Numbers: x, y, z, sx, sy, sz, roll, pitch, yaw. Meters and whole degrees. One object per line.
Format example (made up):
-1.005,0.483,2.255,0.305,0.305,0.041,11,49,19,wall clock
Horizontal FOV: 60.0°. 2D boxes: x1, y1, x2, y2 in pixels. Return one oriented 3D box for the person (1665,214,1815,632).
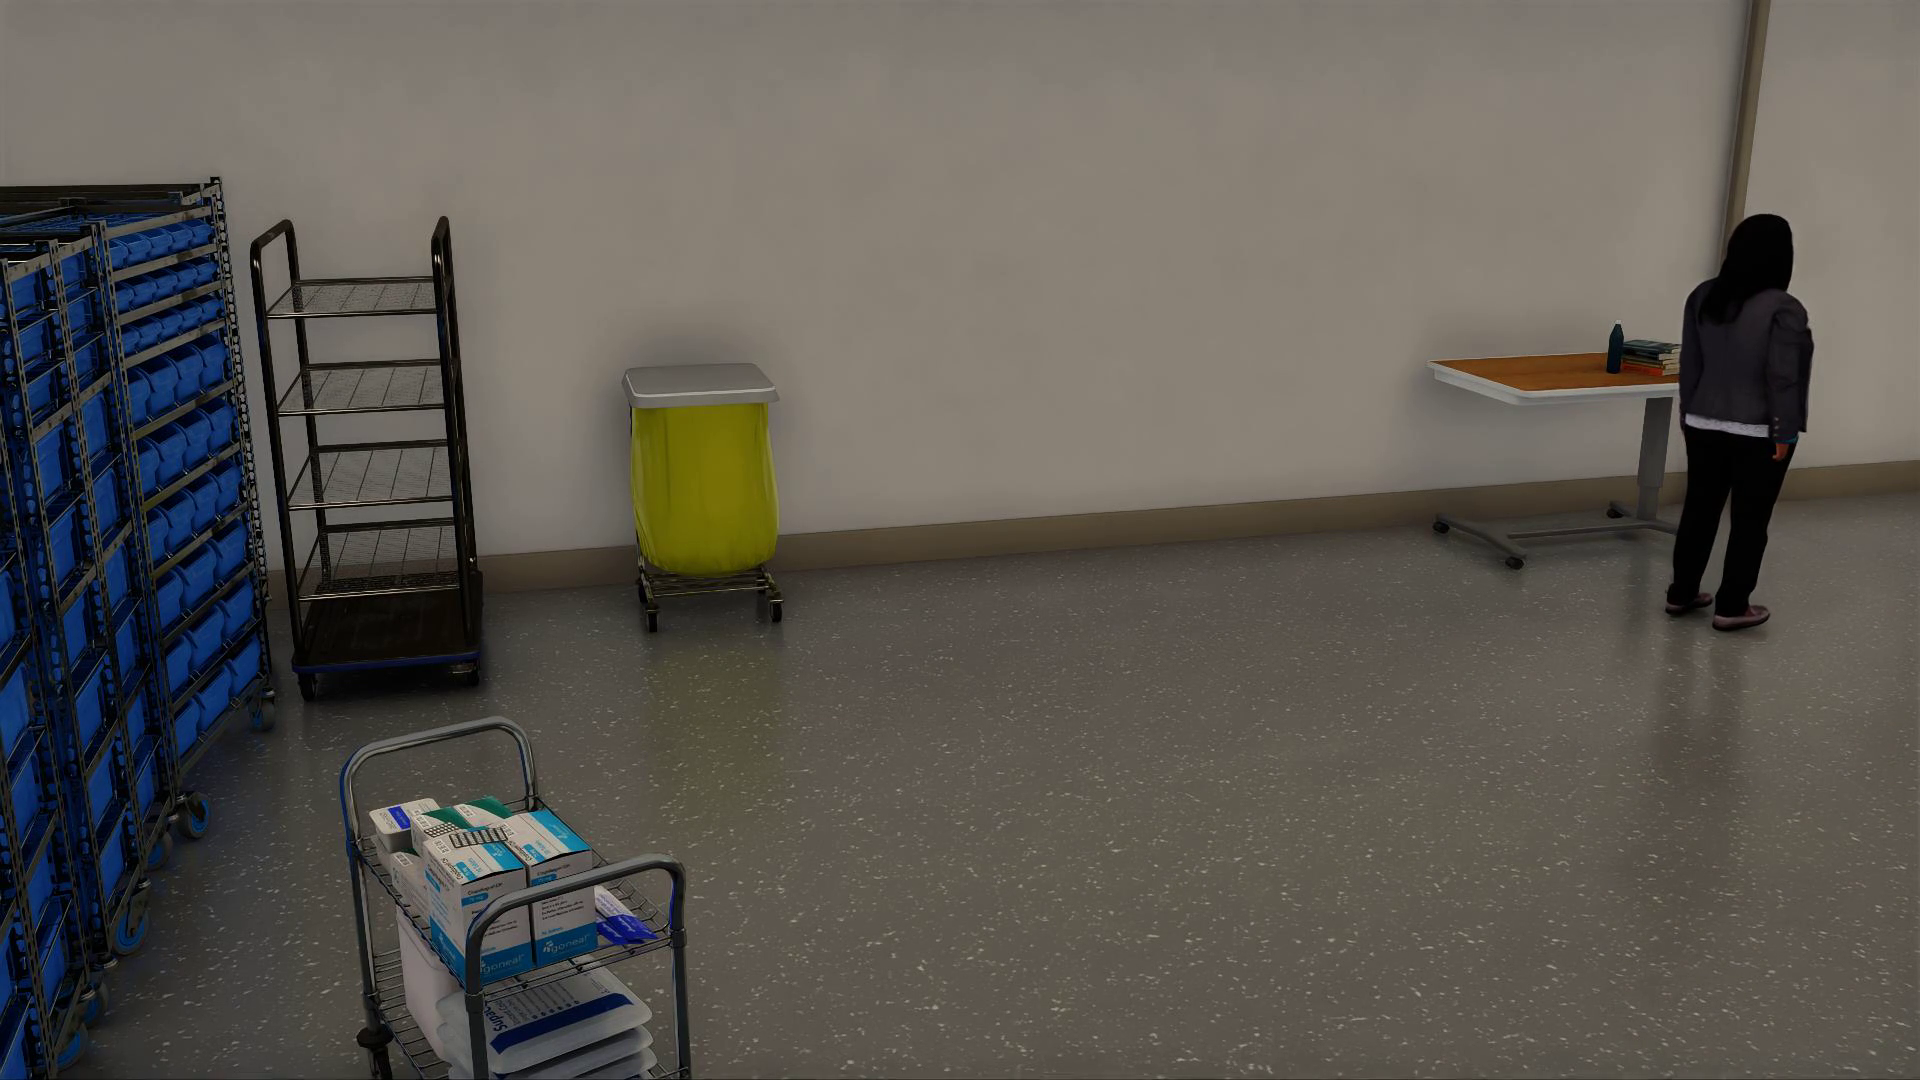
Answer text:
2.998,-0.445,6.410,0.725,1.595,0.726,-8,18,-26,person
